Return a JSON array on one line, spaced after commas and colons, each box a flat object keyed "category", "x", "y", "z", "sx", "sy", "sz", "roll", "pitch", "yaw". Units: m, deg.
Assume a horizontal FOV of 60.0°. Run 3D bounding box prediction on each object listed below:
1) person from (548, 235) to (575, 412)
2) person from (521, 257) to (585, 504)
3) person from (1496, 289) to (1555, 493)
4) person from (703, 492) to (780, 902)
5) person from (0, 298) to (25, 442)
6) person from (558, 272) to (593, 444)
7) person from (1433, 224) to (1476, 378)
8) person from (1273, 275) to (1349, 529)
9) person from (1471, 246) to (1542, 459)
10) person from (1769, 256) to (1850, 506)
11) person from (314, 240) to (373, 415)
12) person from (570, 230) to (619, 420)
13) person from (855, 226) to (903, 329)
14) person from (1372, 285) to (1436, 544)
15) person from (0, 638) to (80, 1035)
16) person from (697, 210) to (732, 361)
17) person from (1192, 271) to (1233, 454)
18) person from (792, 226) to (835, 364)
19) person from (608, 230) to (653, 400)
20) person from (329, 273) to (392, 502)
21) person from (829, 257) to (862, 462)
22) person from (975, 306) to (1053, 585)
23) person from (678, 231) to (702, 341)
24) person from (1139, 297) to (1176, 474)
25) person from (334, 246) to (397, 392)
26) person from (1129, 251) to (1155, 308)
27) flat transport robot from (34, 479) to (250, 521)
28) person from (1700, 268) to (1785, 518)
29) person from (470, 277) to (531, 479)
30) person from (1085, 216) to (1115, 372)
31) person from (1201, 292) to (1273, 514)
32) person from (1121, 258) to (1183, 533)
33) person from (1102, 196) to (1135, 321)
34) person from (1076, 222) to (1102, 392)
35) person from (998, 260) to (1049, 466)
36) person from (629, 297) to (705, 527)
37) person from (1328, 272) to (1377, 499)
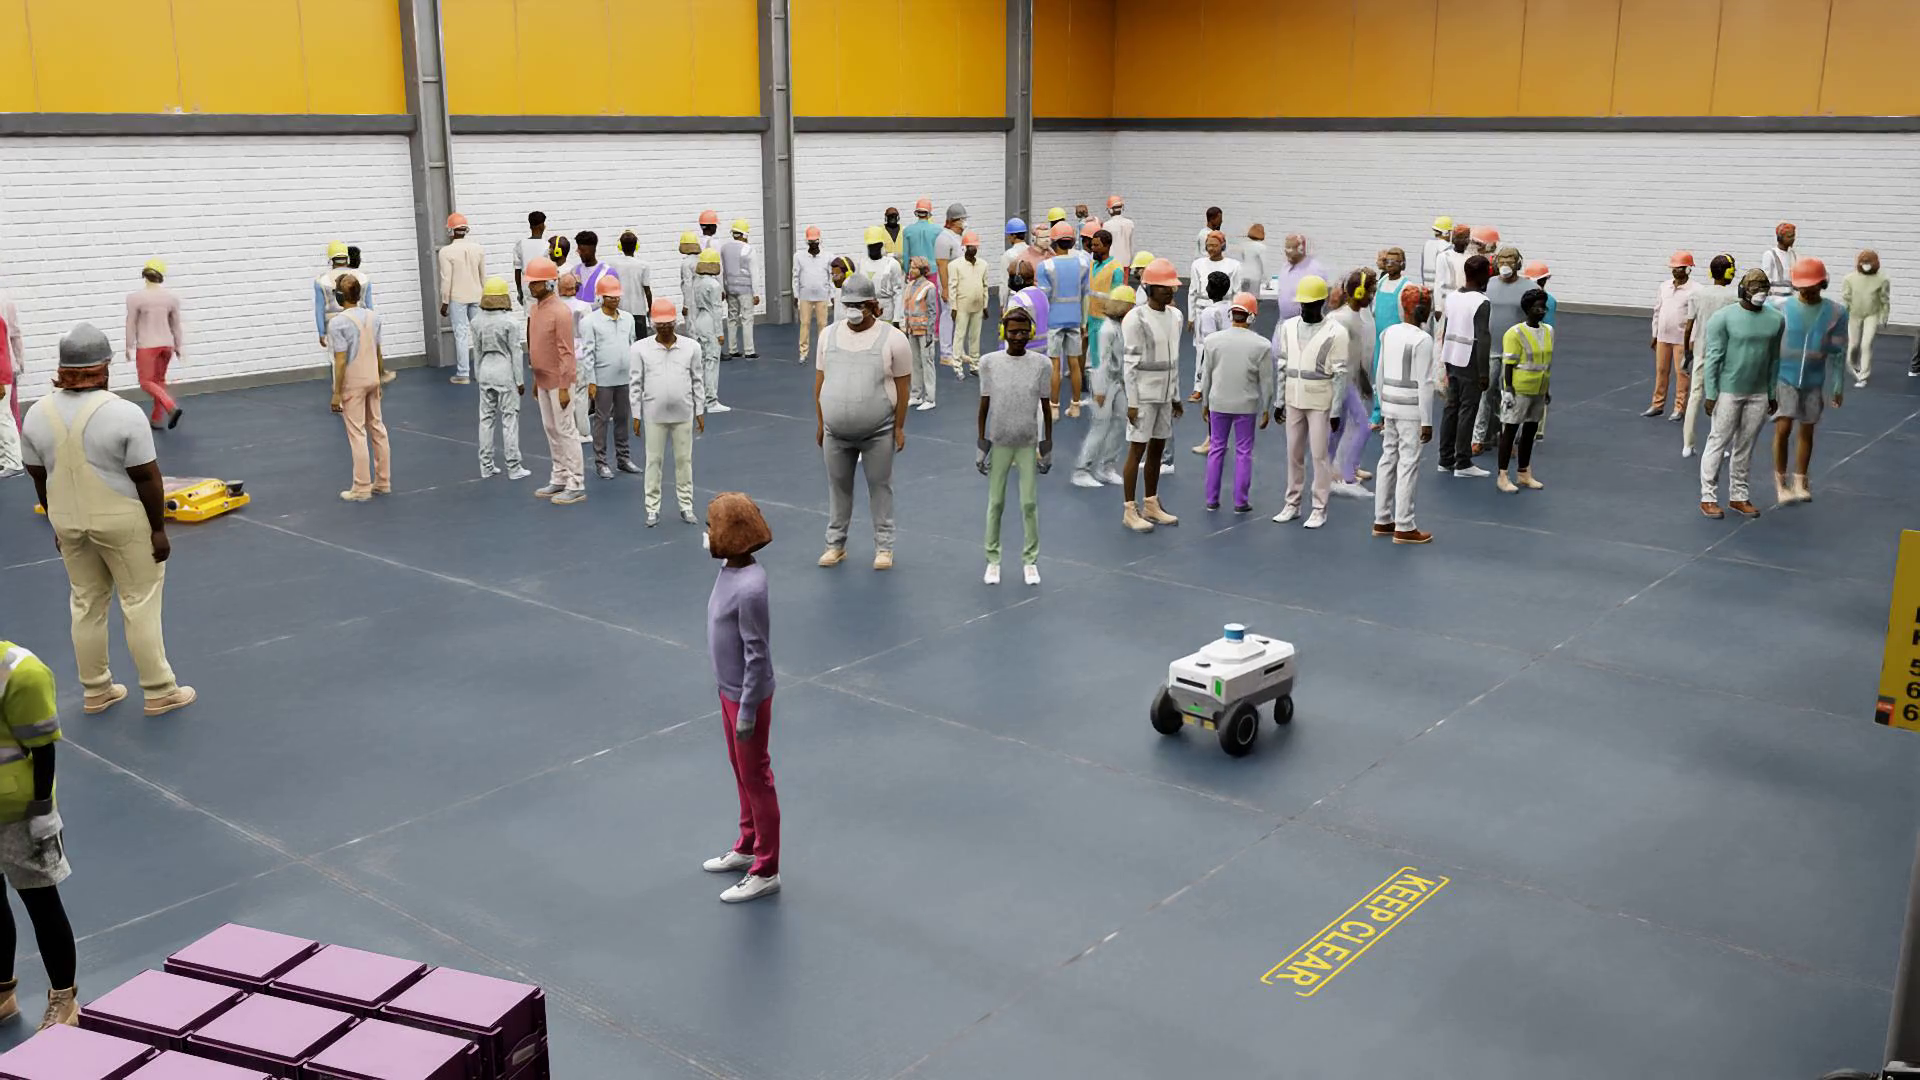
[{"category": "person", "x": -4.188, "y": -2.293, "z": 17.683, "sx": 0.317, "sy": 1.870, "sz": 0.523, "roll": 0, "pitch": 14, "yaw": -2}, {"category": "person", "x": -3.305, "y": -1.285, "z": 13.425, "sx": 0.407, "sy": 1.987, "sz": 0.615, "roll": -11, "pitch": 18, "yaw": -37}, {"category": "person", "x": 4.714, "y": -1.238, "z": 13.819, "sx": 0.542, "sy": 1.695, "sz": 0.316, "roll": -8, "pitch": 16, "yaw": -28}, {"category": "person", "x": -0.869, "y": 0.611, "z": 6.560, "sx": 0.285, "sy": 1.633, "sz": 0.497, "roll": -5, "pitch": 15, "yaw": -19}, {"category": "person", "x": -8.937, "y": -1.657, "z": 15.367, "sx": 0.525, "sy": 1.760, "sz": 0.340, "roll": -12, "pitch": 19, "yaw": -41}, {"category": "person", "x": -3.715, "y": -1.738, "z": 15.956, "sx": 0.516, "sy": 1.633, "sz": 0.317, "roll": 6, "pitch": 15, "yaw": 23}, {"category": "person", "x": 5.753, "y": -2.721, "z": 19.364, "sx": 0.583, "sy": 1.882, "sz": 0.337, "roll": -7, "pitch": 16, "yaw": -27}, {"category": "person", "x": 2.641, "y": -1.047, "z": 12.612, "sx": 0.393, "sy": 1.918, "sz": 0.585, "roll": -13, "pitch": 19, "yaw": -43}, {"category": "person", "x": 4.963, "y": -1.713, "z": 15.226, "sx": 0.635, "sy": 1.937, "sz": 0.354, "roll": 6, "pitch": 15, "yaw": 22}, {"category": "person", "x": 6.732, "y": -1.257, "z": 13.293, "sx": 0.659, "sy": 1.997, "sz": 0.746, "roll": 4, "pitch": 15, "yaw": 16}, {"category": "person", "x": -6.487, "y": -2.236, "z": 17.559, "sx": 0.591, "sy": 1.824, "sz": 0.405, "roll": -9, "pitch": 17, "yaw": -32}, {"category": "person", "x": -3.781, "y": -2.221, "z": 17.214, "sx": 0.604, "sy": 1.959, "sz": 0.376, "roll": 8, "pitch": 16, "yaw": 28}, {"category": "person", "x": -0.926, "y": -2.479, "z": 18.311, "sx": 0.595, "sy": 1.923, "sz": 0.377, "roll": 7, "pitch": 16, "yaw": 27}, {"category": "person", "x": 3.262, "y": -0.917, "z": 12.155, "sx": 0.341, "sy": 1.882, "sz": 0.587, "roll": -5, "pitch": 15, "yaw": -19}, {"category": "person", "x": -3.151, "y": 0.867, "z": 5.411, "sx": 0.529, "sy": 1.694, "sz": 0.321, "roll": 4, "pitch": 15, "yaw": 16}, {"category": "person", "x": -3.226, "y": -3.275, "z": 21.467, "sx": 0.542, "sy": 1.939, "sz": 0.366, "roll": 13, "pitch": 19, "yaw": 41}, {"category": "person", "x": 2.372, "y": -1.640, "z": 15.425, "sx": 0.318, "sy": 1.697, "sz": 0.536, "roll": 10, "pitch": 17, "yaw": 34}, {"category": "person", "x": -1.866, "y": -3.131, "z": 21.264, "sx": 0.561, "sy": 1.753, "sz": 0.330, "roll": -1, "pitch": 14, "yaw": -5}, {"category": "person", "x": -3.644, "y": -2.492, "z": 18.473, "sx": 0.521, "sy": 1.874, "sz": 0.334, "roll": 2, "pitch": 14, "yaw": 8}, {"category": "person", "x": -4.887, "y": -1.231, "z": 13.490, "sx": 0.345, "sy": 1.847, "sz": 0.504, "roll": 7, "pitch": 16, "yaw": 25}, {"category": "person", "x": -1.015, "y": -1.630, "z": 15.072, "sx": 0.347, "sy": 1.855, "sz": 0.531, "roll": -10, "pitch": 17, "yaw": -34}, {"category": "person", "x": 0.359, "y": -0.619, "z": 11.023, "sx": 0.517, "sy": 1.860, "sz": 0.322, "roll": 0, "pitch": 14, "yaw": 2}, {"category": "person", "x": -3.286, "y": -2.899, "z": 20.362, "sx": 0.308, "sy": 1.743, "sz": 0.494, "roll": 4, "pitch": 15, "yaw": 15}, {"category": "person", "x": 1.745, "y": -1.391, "z": 14.557, "sx": 0.271, "sy": 1.632, "sz": 0.503, "roll": -2, "pitch": 14, "yaw": -8}, {"category": "person", "x": -6.932, "y": -2.544, "z": 19.126, "sx": 0.535, "sy": 1.647, "sz": 0.869, "roll": 5, "pitch": 15, "yaw": 19}, {"category": "person", "x": 1.857, "y": -2.030, "z": 16.842, "sx": 0.320, "sy": 1.767, "sz": 0.534, "roll": -3, "pitch": 14, "yaw": -10}, {"category": "flat transport robot", "x": -6.453, "y": -0.343, "z": 13.131, "sx": 1.431, "sy": 0.197, "sz": 0.652, "roll": 2, "pitch": 14, "yaw": 9}, {"category": "person", "x": 6.062, "y": -1.132, "z": 12.907, "sx": 0.633, "sy": 1.939, "sz": 0.368, "roll": -2, "pitch": 14, "yaw": -10}, {"category": "person", "x": -3.979, "y": -1.398, "z": 14.389, "sx": 0.484, "sy": 1.735, "sz": 0.340, "roll": 5, "pitch": 15, "yaw": 19}, {"category": "person", "x": 1.649, "y": -3.035, "z": 20.572, "sx": 0.399, "sy": 1.909, "sz": 0.642, "roll": -6, "pitch": 15, "yaw": -21}, {"category": "person", "x": 2.176, "y": -1.073, "z": 13.080, "sx": 0.576, "sy": 1.736, "sz": 0.355, "roll": 5, "pitch": 15, "yaw": 21}, {"category": "person", "x": 1.472, "y": -1.088, "z": 12.514, "sx": 0.608, "sy": 2.045, "sz": 0.392, "roll": -13, "pitch": 19, "yaw": -41}, {"category": "person", "x": 2.295, "y": -4.071, "z": 24.557, "sx": 0.611, "sy": 1.985, "sz": 0.394, "roll": -10, "pitch": 17, "yaw": -34}, {"category": "person", "x": 1.467, "y": -2.661, "z": 19.038, "sx": 0.364, "sy": 1.928, "sz": 0.544, "roll": 0, "pitch": 14, "yaw": 1}, {"category": "person", "x": 0.561, "y": -1.587, "z": 14.942, "sx": 0.430, "sy": 1.836, "sz": 0.626, "roll": 7, "pitch": 16, "yaw": 26}, {"category": "person", "x": -2.213, "y": -0.970, "z": 12.631, "sx": 0.573, "sy": 1.748, "sz": 0.342, "roll": -4, "pitch": 15, "yaw": -16}, {"category": "person", "x": 3.242, "y": -1.266, "z": 13.638, "sx": 0.626, "sy": 1.842, "sz": 0.512, "roll": 2, "pitch": 14, "yaw": 10}]
